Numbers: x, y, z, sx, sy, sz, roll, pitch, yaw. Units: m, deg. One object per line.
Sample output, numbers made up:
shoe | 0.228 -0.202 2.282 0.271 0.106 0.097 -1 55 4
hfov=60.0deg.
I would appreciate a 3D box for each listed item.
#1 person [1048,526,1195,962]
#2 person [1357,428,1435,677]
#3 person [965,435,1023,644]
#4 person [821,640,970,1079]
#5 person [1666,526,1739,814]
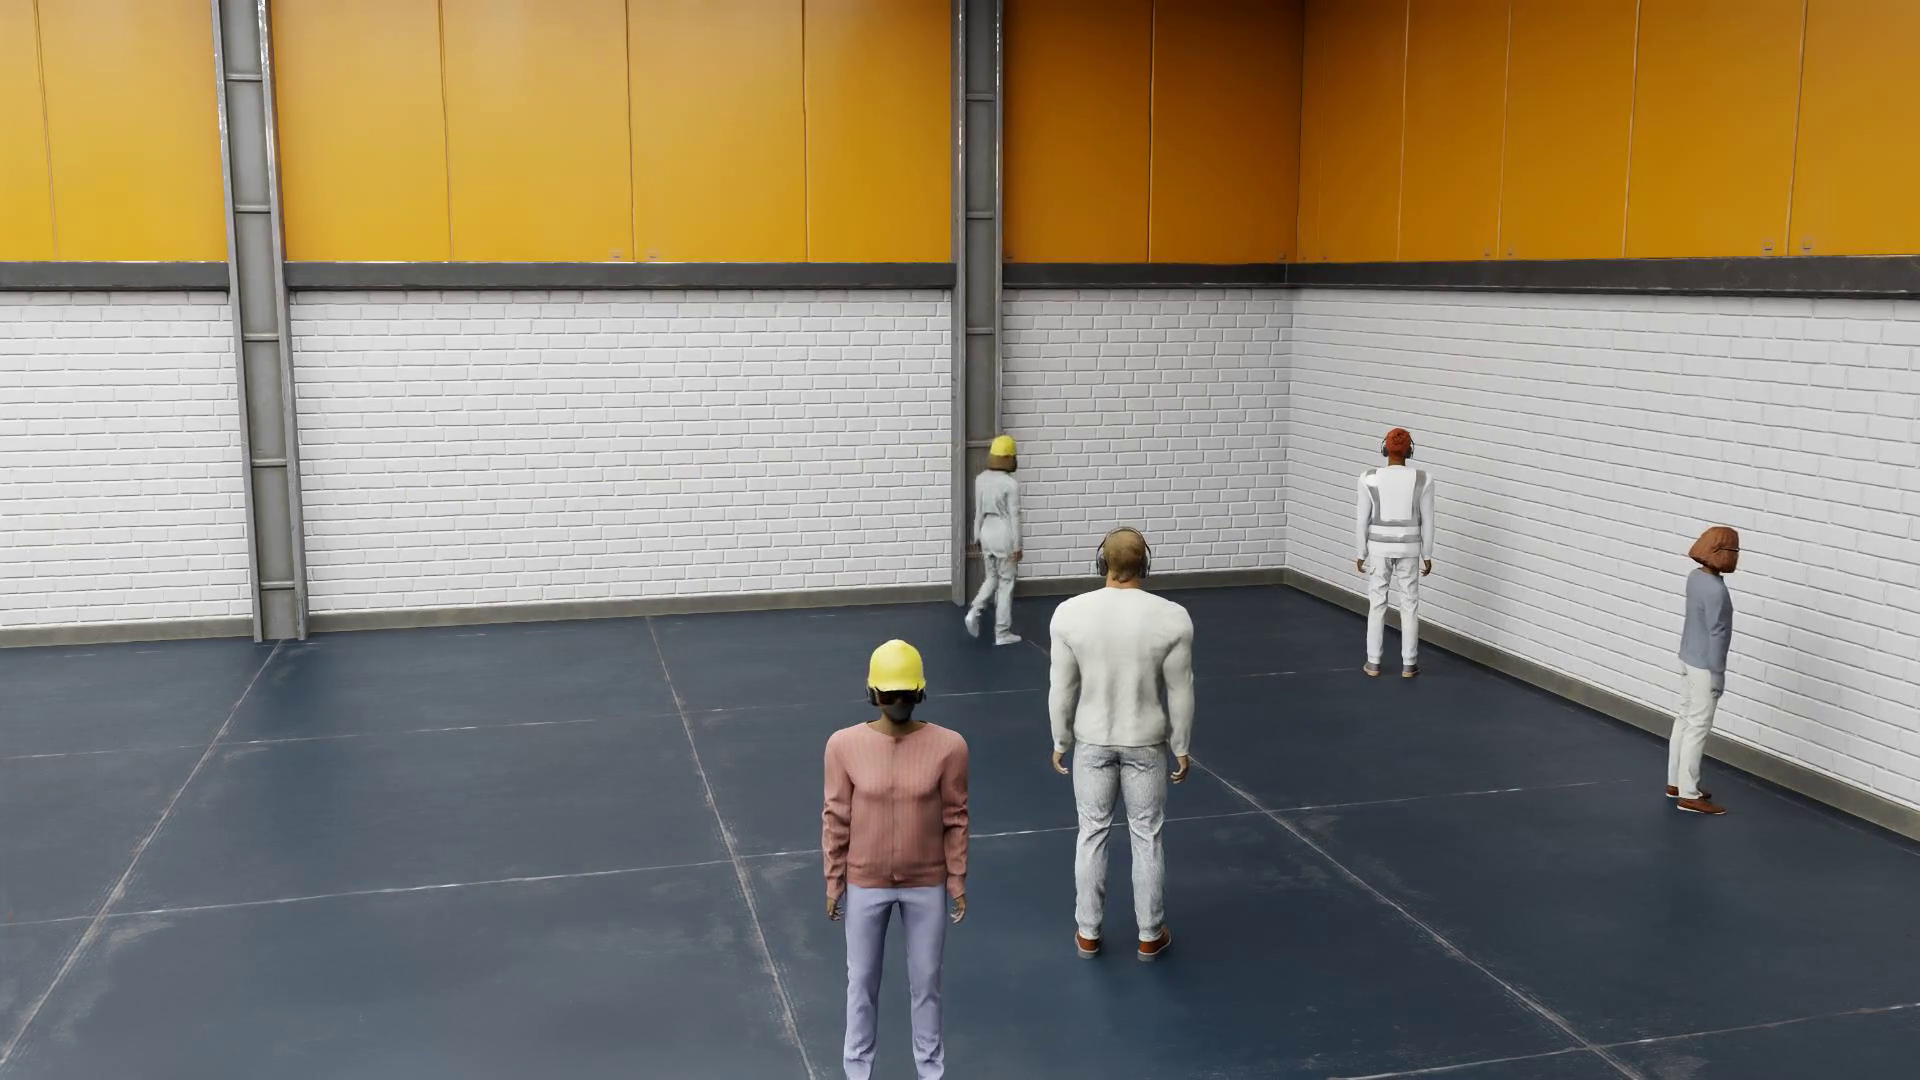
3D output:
person | 0.711 0.900 7.343 0.638 1.937 0.357 2 9 10
person | 3.271 0.099 12.522 0.574 1.882 0.356 2 9 14
person | 0.297 0.011 13.536 0.440 1.725 0.496 -9 13 -43
person | -0.226 1.217 5.905 0.528 1.767 0.318 -1 9 -3
person | 4.216 0.724 9.412 0.270 1.627 0.502 1 9 7
